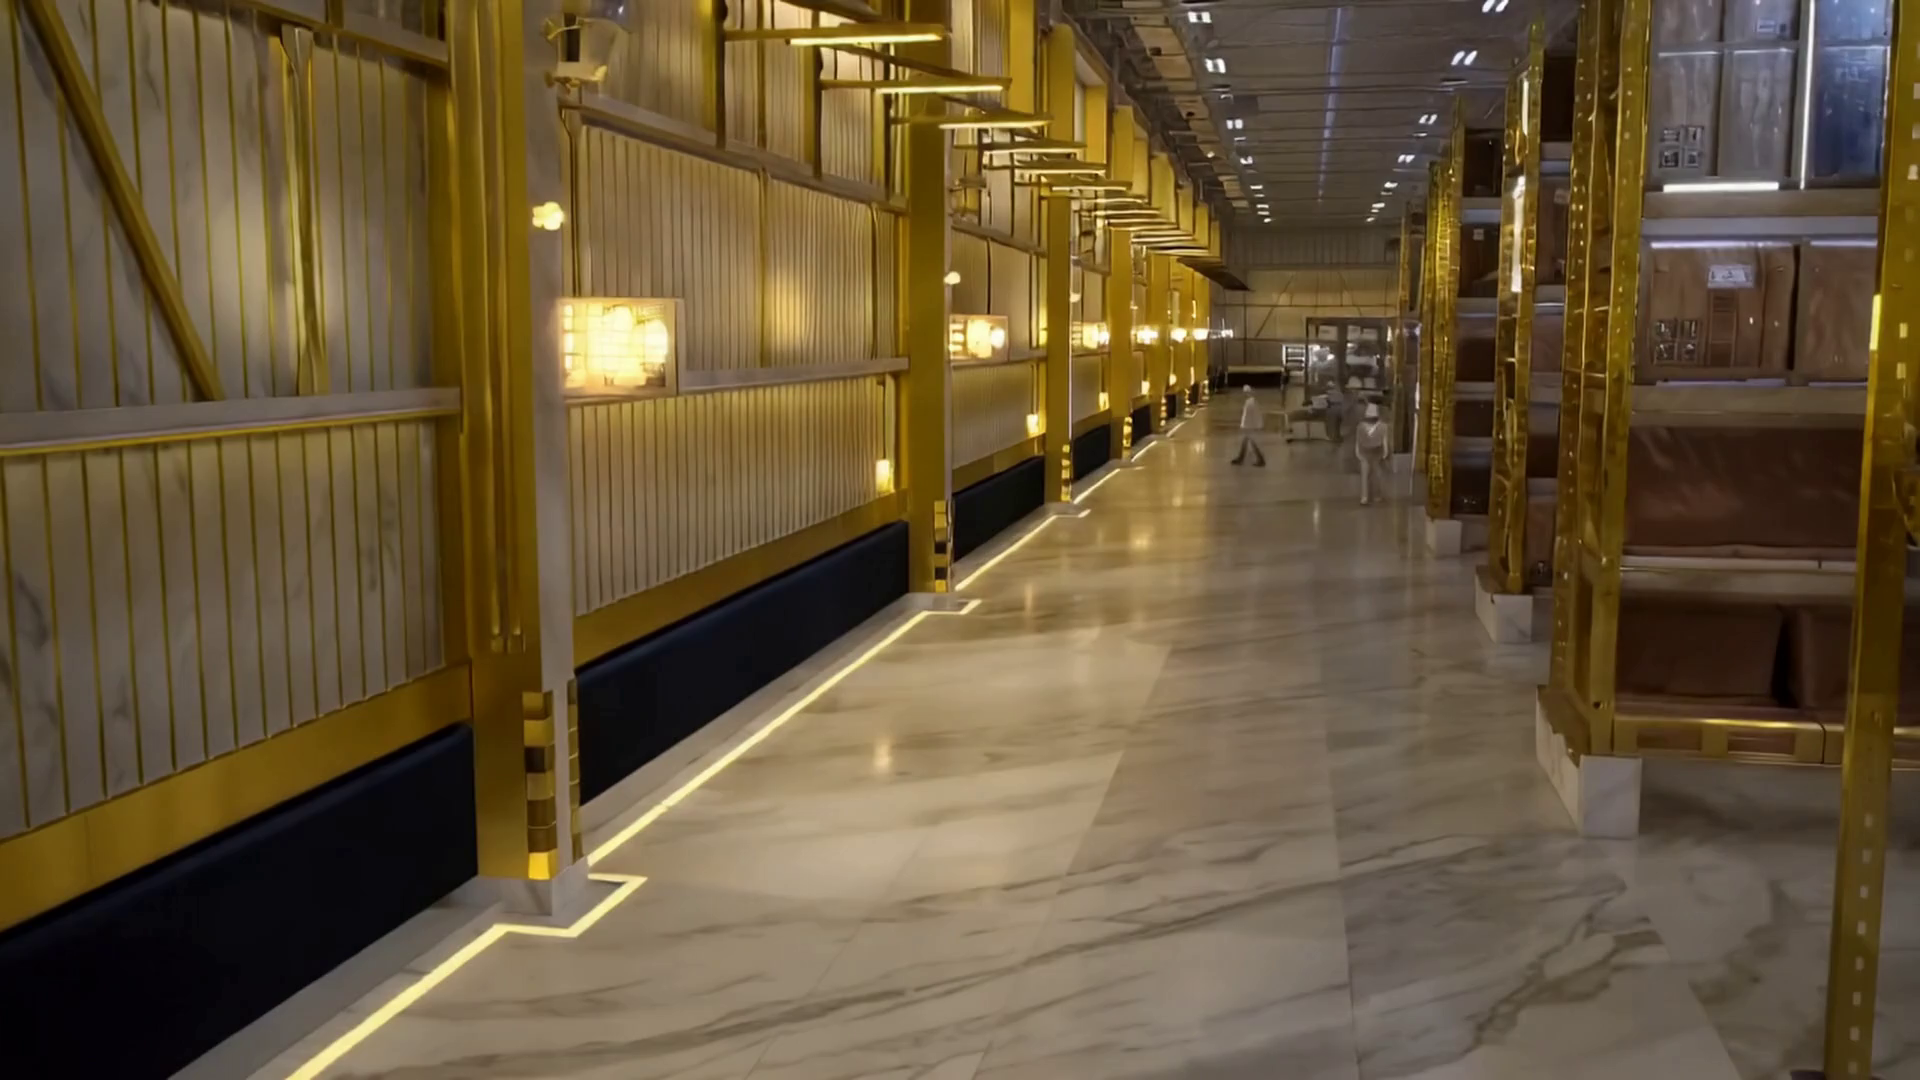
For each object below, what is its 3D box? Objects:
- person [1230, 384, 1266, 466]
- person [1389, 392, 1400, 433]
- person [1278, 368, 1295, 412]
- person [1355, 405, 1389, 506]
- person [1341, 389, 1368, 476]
[{"bbox_3d":[6.705,-2.661,38.552,0.857,1.906,0.547,3,8,20],"label":"person"},{"bbox_3d":[10.650,-2.748,40.058,0.504,1.703,0.859,7,10,43],"label":"person"},{"bbox_3d":[12.105,-5.492,61.667,0.608,1.781,0.928,0,7,2],"label":"person"},{"bbox_3d":[7.394,-1.523,29.822,0.595,1.819,0.639,3,8,25],"label":"person"},{"bbox_3d":[8.628,-2.312,35.848,0.648,1.876,0.784,-5,8,-33],"label":"person"}]
